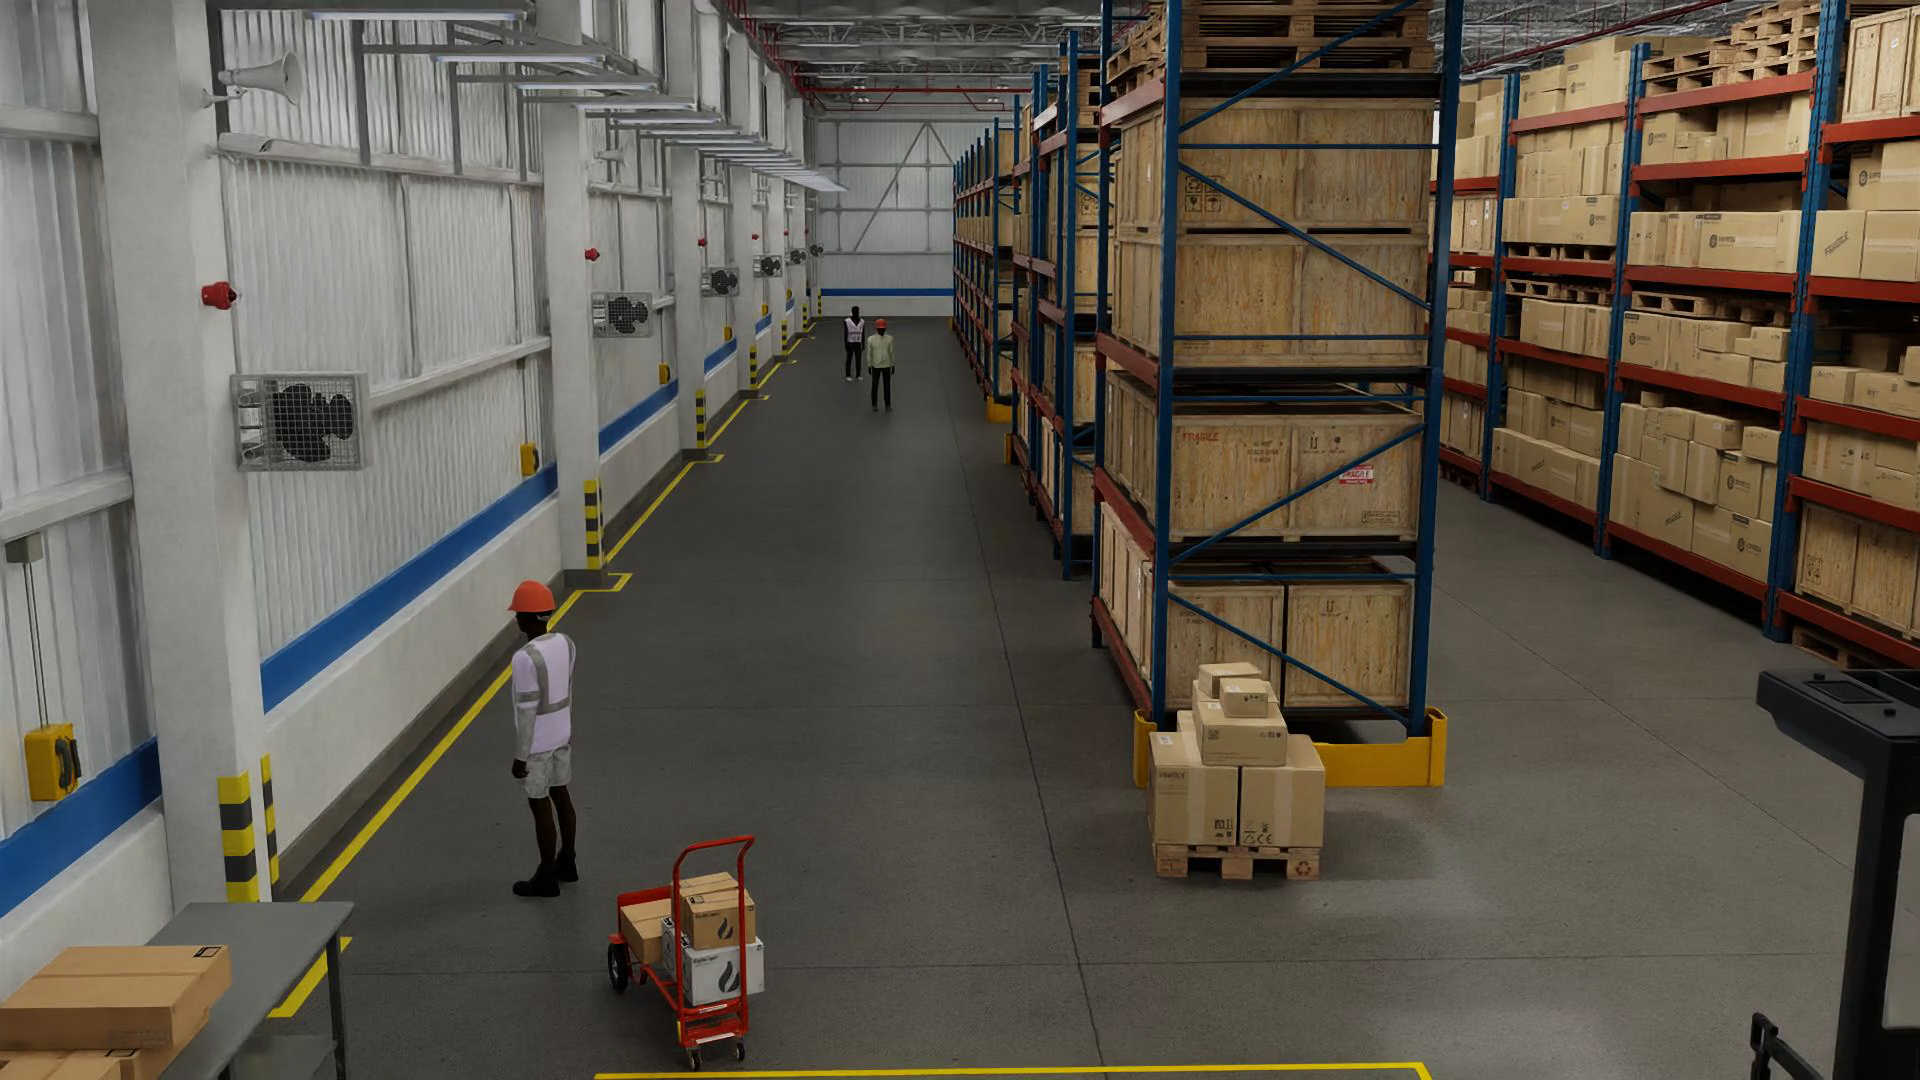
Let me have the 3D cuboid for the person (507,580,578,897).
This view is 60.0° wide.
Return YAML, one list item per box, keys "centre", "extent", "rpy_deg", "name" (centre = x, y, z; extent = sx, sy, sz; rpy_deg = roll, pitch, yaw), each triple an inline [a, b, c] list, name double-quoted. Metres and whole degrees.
- centre: [-2.547, 1.197, 10.081]
  extent: [0.357, 1.937, 0.551]
  rpy_deg: [3, 11, 17]
  name: "person"

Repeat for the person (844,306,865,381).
- centre: [-2.699, -5.028, 42.551]
  extent: [0.595, 1.910, 0.386]
  rpy_deg: [-6, 12, -28]
  name: "person"

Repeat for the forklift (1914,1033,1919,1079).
- centre: [3.158, 1.771, 4.636]
  extent: [1.129, 2.768, 1.873]
  rpy_deg: [0, 11, -2]
  name: "forklift"

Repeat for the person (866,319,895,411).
- centre: [-1.695, -3.750, 35.702]
  extent: [0.617, 1.986, 0.409]
  rpy_deg: [-3, 11, -15]
  name: "person"
